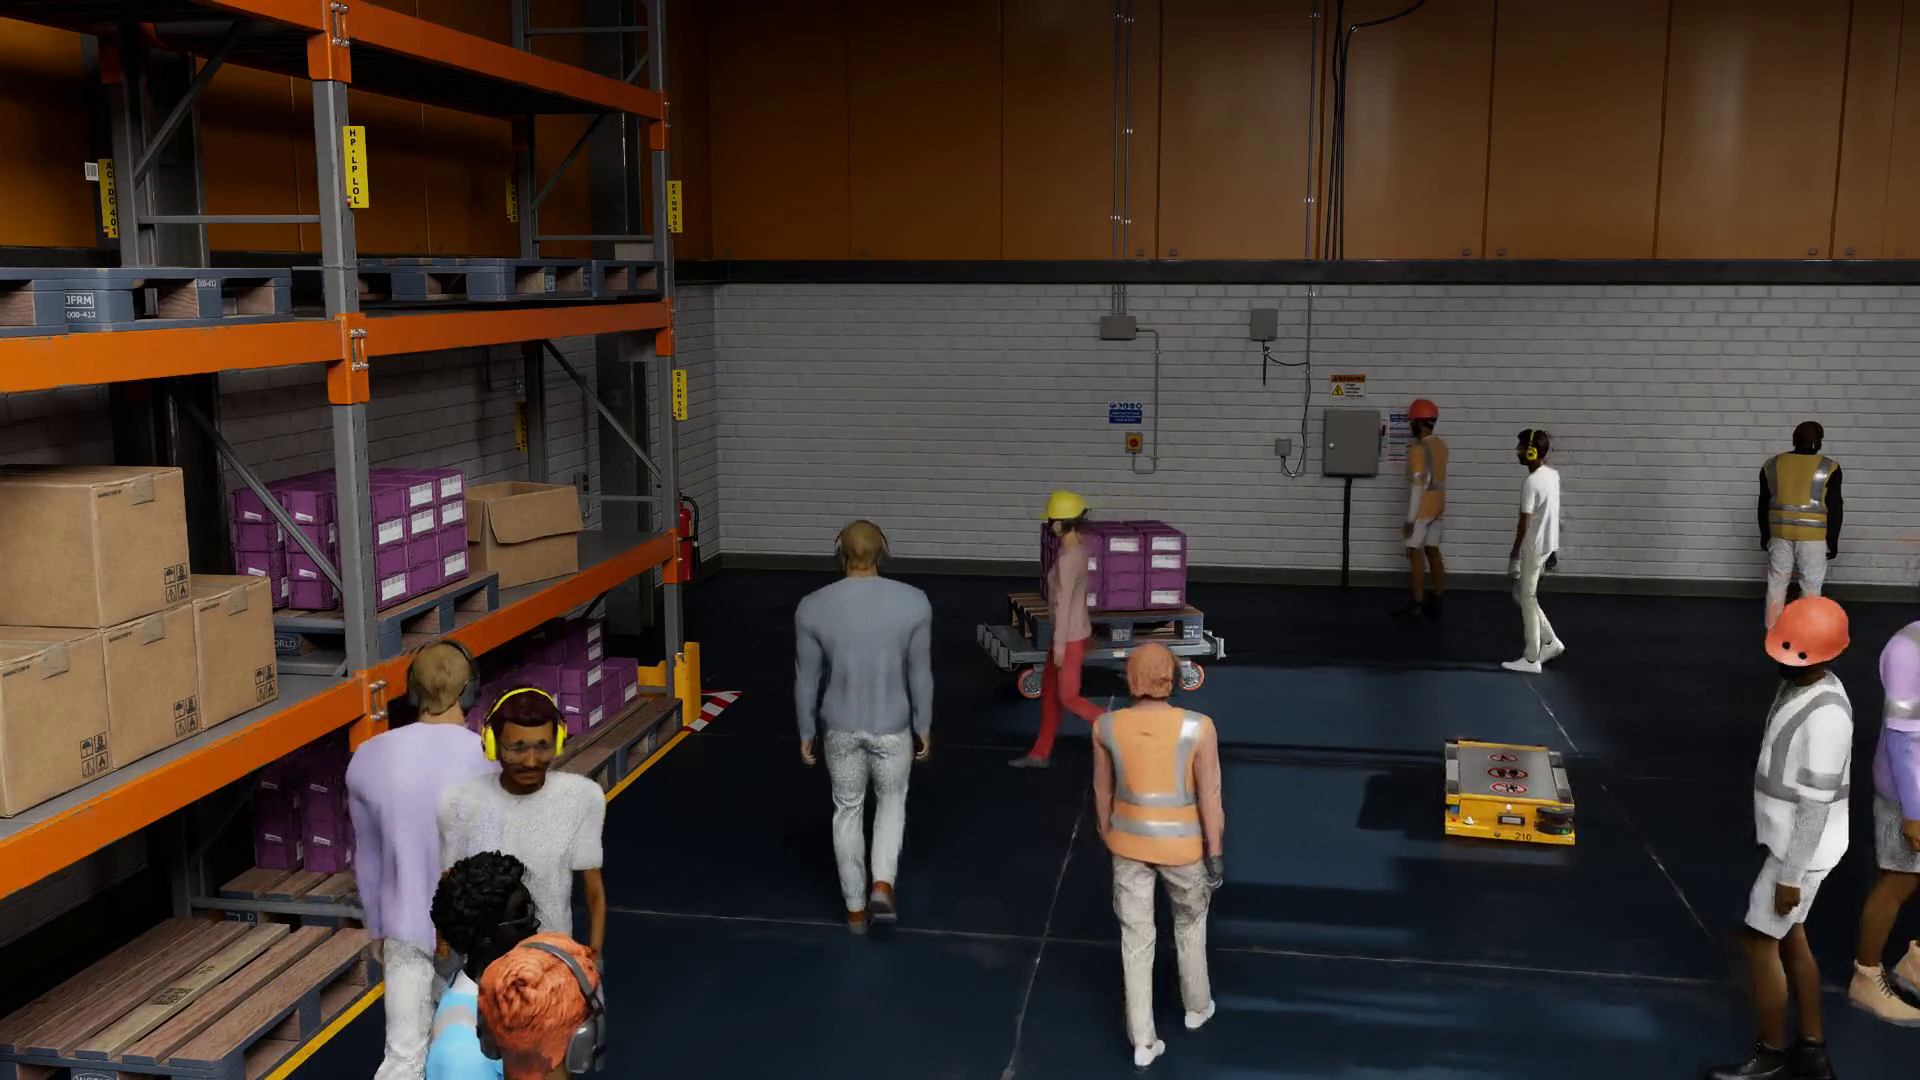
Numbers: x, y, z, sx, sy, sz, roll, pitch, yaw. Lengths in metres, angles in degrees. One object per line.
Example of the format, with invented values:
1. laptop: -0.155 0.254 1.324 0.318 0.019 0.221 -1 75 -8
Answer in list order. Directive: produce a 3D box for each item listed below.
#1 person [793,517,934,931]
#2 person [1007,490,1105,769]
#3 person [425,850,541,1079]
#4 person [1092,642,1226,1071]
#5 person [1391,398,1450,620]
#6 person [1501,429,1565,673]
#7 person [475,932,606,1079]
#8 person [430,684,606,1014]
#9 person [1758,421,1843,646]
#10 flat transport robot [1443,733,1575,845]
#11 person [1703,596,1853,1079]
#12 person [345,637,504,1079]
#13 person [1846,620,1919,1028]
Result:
1. person: -0.440 0.853 7.584 0.643 1.925 0.464 -1 9 -3
2. person: 0.683 0.567 9.927 0.776 1.744 0.538 2 9 10
3. person: -1.093 1.558 3.939 0.318 1.700 0.536 -1 9 -7
4. person: 0.789 1.189 6.477 0.543 1.604 0.725 3 10 18
5. person: 4.027 -0.273 14.517 0.376 1.933 0.552 8 12 40
6. person: 4.290 0.088 12.521 0.394 1.853 0.567 8 12 40
7. person: -0.722 1.621 2.986 0.575 1.883 0.362 2 9 9
8. person: -1.308 1.322 5.005 0.512 1.821 0.806 -4 10 -24
9. person: 6.713 -0.030 13.296 0.430 1.843 0.625 -8 12 -42
10. flat transport robot: 3.077 1.385 9.397 0.652 0.197 1.431 3 10 16
11. person: 3.052 1.124 6.097 0.367 1.906 0.578 4 10 25
12. person: -1.658 1.253 5.283 0.630 1.889 1.025 2 9 9
13. person: 3.867 0.968 6.601 0.665 2.013 0.546 -5 10 -27
